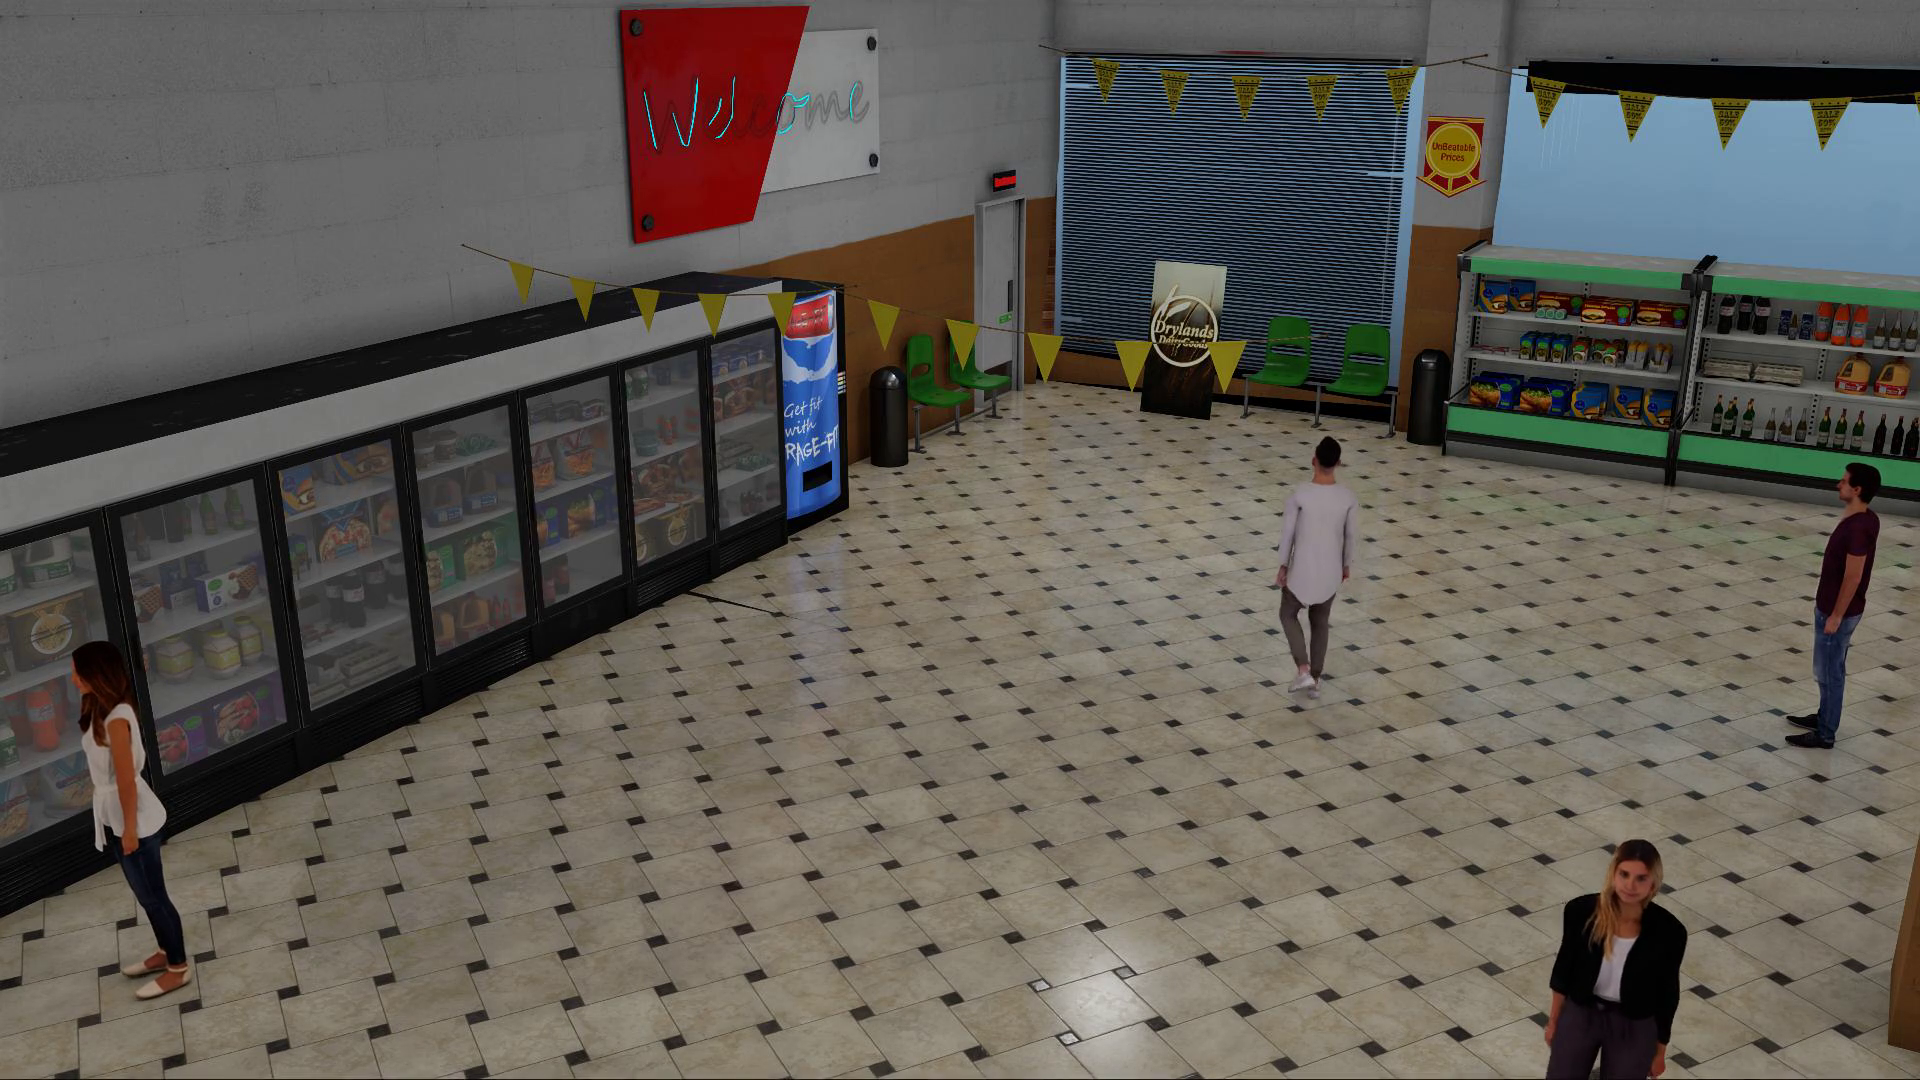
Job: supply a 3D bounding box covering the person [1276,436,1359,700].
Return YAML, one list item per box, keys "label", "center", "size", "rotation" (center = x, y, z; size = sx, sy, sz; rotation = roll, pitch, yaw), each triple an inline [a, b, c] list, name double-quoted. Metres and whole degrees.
- label: "person"
  center: [2.374, 0.223, 11.051]
  size: [0.841, 1.829, 0.910]
  rotation: [-2, 19, -6]

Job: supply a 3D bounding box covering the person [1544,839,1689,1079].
- label: "person"
  center: [2.499, 1.875, 6.412]
  size: [0.614, 1.664, 0.681]
  rotation: [9, 21, 26]

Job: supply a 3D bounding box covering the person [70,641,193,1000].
- label: "person"
  center: [-3.913, 1.312, 7.896]
  size: [0.719, 1.783, 0.580]
  rotation: [-14, 23, -37]

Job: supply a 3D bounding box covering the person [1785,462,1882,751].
- label: "person"
  center: [5.540, 0.407, 10.468]
  size: [0.544, 1.855, 0.652]
  rotation: [10, 21, 27]
